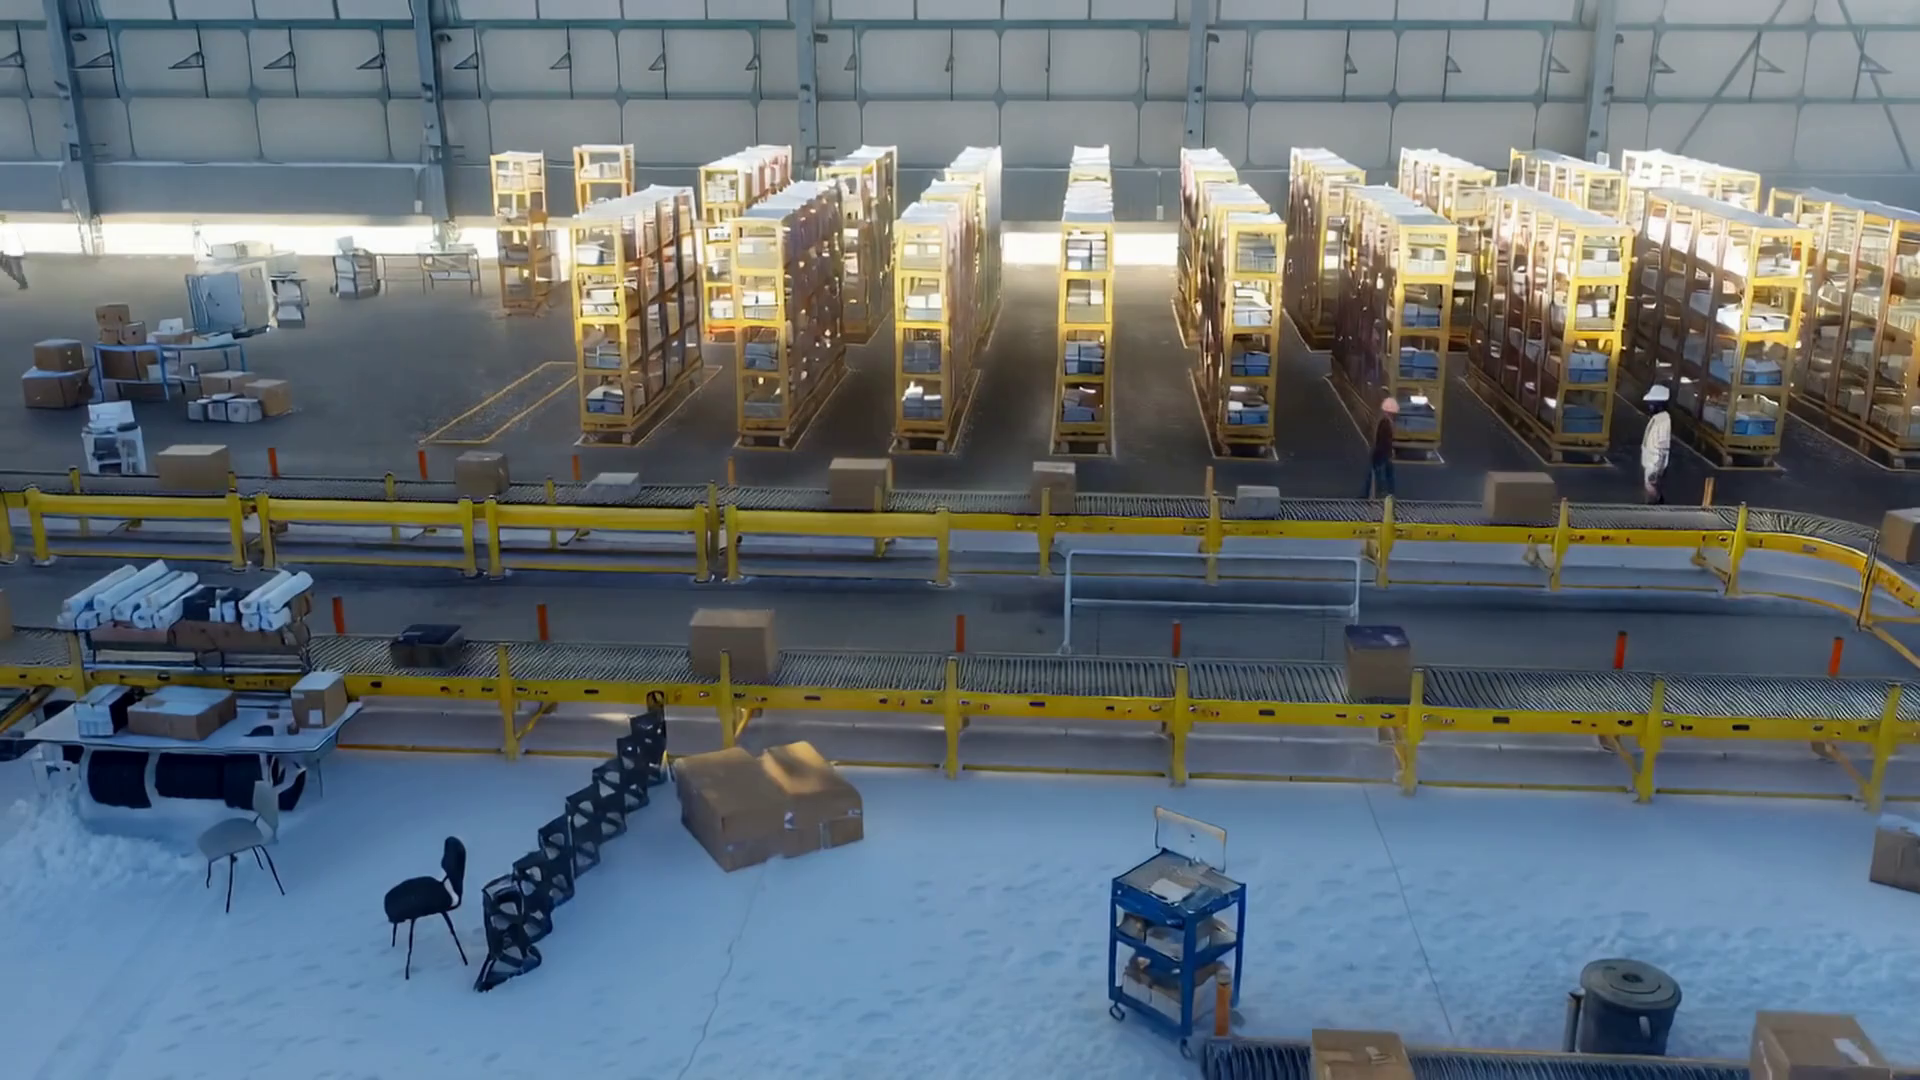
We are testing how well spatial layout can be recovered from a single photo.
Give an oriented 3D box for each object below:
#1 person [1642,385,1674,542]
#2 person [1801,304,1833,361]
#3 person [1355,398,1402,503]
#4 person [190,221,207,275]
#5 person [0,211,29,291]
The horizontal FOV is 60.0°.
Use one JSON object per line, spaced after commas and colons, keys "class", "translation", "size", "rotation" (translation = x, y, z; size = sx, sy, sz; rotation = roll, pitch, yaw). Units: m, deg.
{"class": "person", "translation": [8.877, -0.985, 21.340], "size": [0.380, 2.045, 0.605], "rotation": [4, 18, 13]}
{"class": "person", "translation": [15.656, -3.861, 30.589], "size": [0.865, 1.959, 0.659], "rotation": [9, 20, 27]}
{"class": "person", "translation": [5.635, -1.037, 22.037], "size": [0.889, 1.716, 0.541], "rotation": [5, 18, 15]}
{"class": "person", "translation": [-18.549, -6.922, 40.652], "size": [0.329, 1.751, 0.570], "rotation": [-1, 18, -3]}
{"class": "person", "translation": [-23.216, -7.058, 40.726], "size": [0.485, 1.966, 0.651], "rotation": [4, 18, 14]}
